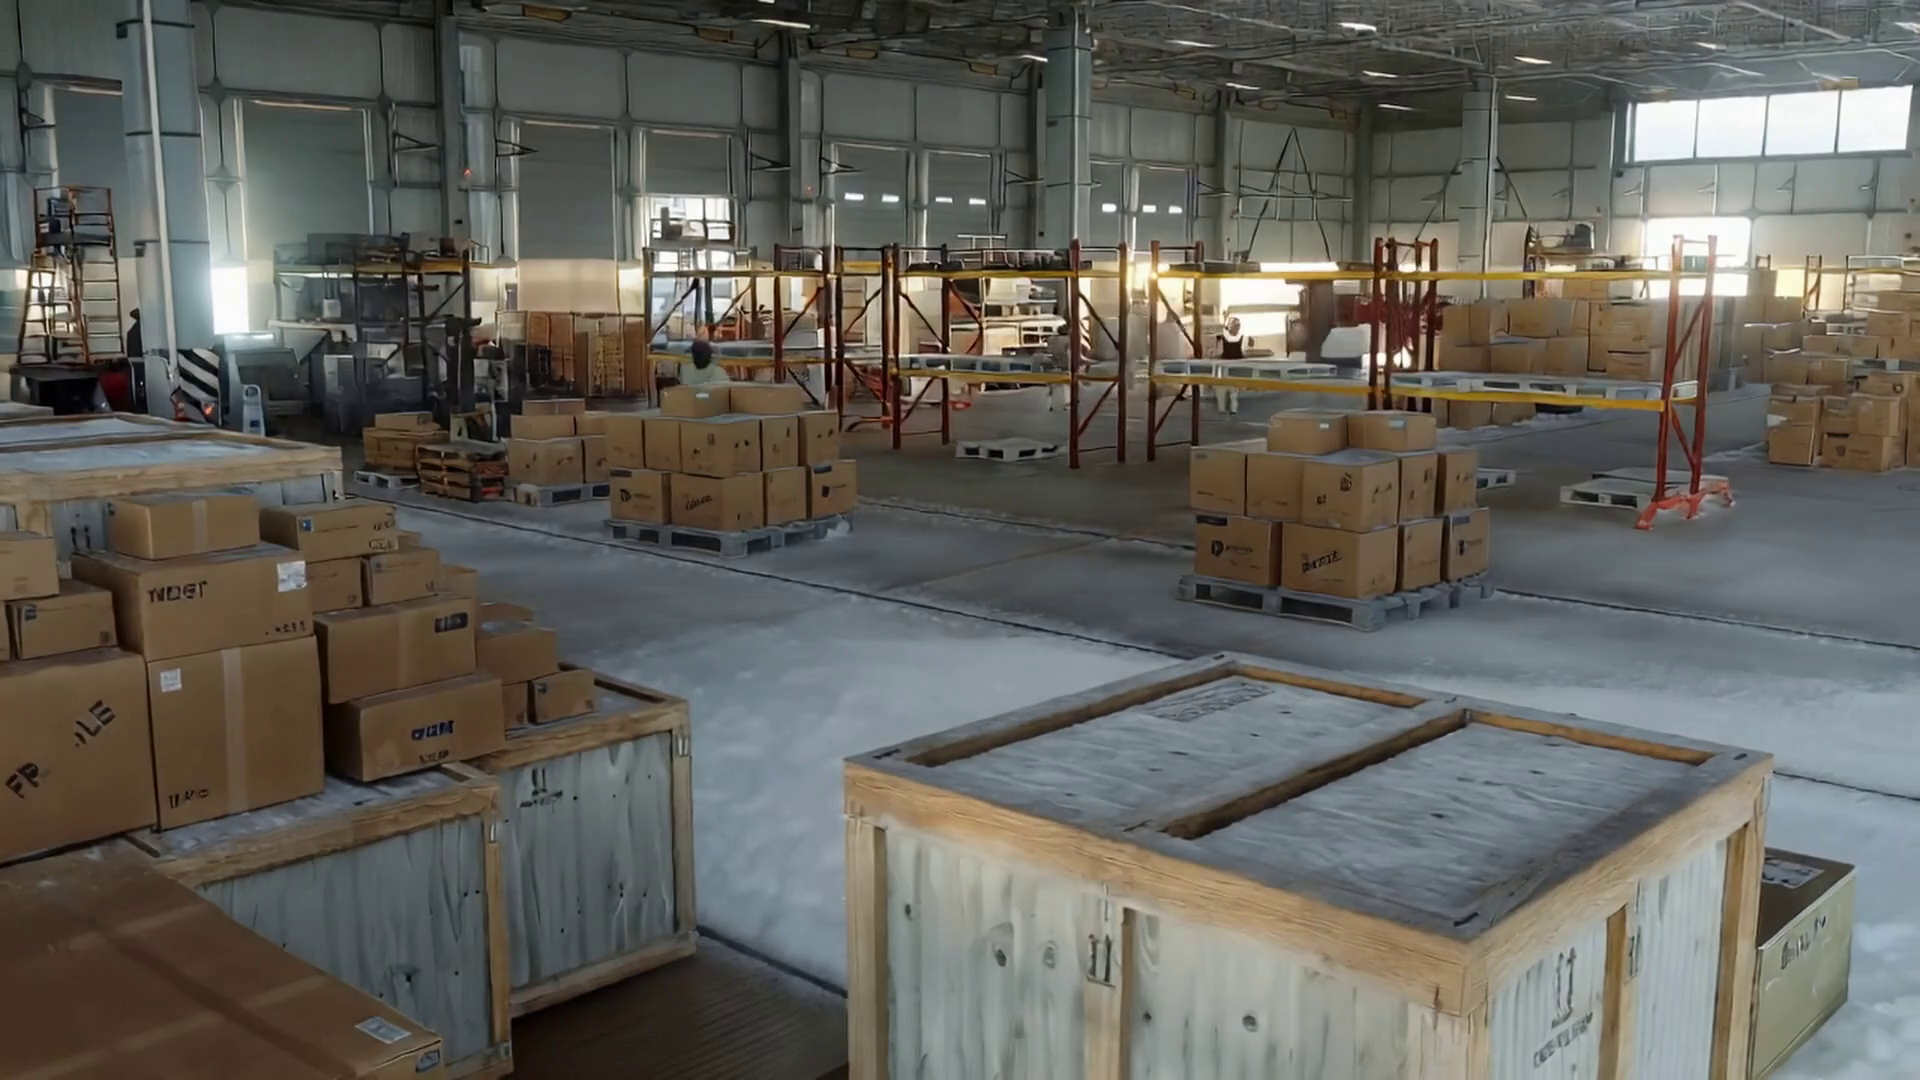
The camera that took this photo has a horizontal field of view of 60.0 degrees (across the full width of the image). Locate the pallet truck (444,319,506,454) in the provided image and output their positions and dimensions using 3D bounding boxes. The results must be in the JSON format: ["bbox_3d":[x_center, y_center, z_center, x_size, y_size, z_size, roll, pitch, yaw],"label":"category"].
[{"bbox_3d":[-6.981,-1.942,22.150,1.885,1.965,0.823,1,9,9],"label":"pallet truck"}]

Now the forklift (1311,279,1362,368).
[{"bbox_3d":[9.725,-6.001,44.339,1.873,2.768,1.129,1,9,4],"label":"forklift"}]

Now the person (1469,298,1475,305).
[{"bbox_3d":[13.591,-5.518,44.495,1.089,1.871,0.661,-6,11,-34],"label":"person"}]

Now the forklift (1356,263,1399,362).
[{"bbox_3d":[12.210,-6.461,47.159,1.873,2.768,1.129,3,10,16],"label":"forklift"}]

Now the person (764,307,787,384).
[{"bbox_3d":[-3.869,-4.026,35.307,0.595,1.866,0.612,-3,10,-18],"label":"person"}]

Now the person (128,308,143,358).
[{"bbox_3d":[-14.094,-3.006,28.683,0.614,1.993,0.395,9,13,43],"label":"person"}]

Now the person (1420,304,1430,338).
[{"bbox_3d":[13.482,-5.993,48.087,0.310,1.638,0.523,-5,11,-30],"label":"person"}]

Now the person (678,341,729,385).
[{"bbox_3d":[-3.111,-1.451,19.743,0.643,1.803,0.926,4,10,22],"label":"person"}]

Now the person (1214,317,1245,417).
[{"bbox_3d":[4.863,-3.138,30.130,0.531,1.807,0.787,-1,9,-5],"label":"person"}]

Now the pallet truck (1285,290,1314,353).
[{"bbox_3d":[11.297,-6.951,52.861,1.885,1.965,0.823,-5,11,-29],"label":"pallet truck"}]

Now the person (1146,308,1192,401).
[{"bbox_3d":[4.216,-3.718,33.417,1.080,1.883,0.645,-3,10,-15],"label":"person"}]

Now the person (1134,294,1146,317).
[{"bbox_3d":[5.579,-6.734,51.879,0.978,1.882,0.567,-4,10,-23],"label":"person"}]

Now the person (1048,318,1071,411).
[{"bbox_3d":[1.884,-3.291,31.232,0.486,1.737,0.327,1,9,7],"label":"person"}]
